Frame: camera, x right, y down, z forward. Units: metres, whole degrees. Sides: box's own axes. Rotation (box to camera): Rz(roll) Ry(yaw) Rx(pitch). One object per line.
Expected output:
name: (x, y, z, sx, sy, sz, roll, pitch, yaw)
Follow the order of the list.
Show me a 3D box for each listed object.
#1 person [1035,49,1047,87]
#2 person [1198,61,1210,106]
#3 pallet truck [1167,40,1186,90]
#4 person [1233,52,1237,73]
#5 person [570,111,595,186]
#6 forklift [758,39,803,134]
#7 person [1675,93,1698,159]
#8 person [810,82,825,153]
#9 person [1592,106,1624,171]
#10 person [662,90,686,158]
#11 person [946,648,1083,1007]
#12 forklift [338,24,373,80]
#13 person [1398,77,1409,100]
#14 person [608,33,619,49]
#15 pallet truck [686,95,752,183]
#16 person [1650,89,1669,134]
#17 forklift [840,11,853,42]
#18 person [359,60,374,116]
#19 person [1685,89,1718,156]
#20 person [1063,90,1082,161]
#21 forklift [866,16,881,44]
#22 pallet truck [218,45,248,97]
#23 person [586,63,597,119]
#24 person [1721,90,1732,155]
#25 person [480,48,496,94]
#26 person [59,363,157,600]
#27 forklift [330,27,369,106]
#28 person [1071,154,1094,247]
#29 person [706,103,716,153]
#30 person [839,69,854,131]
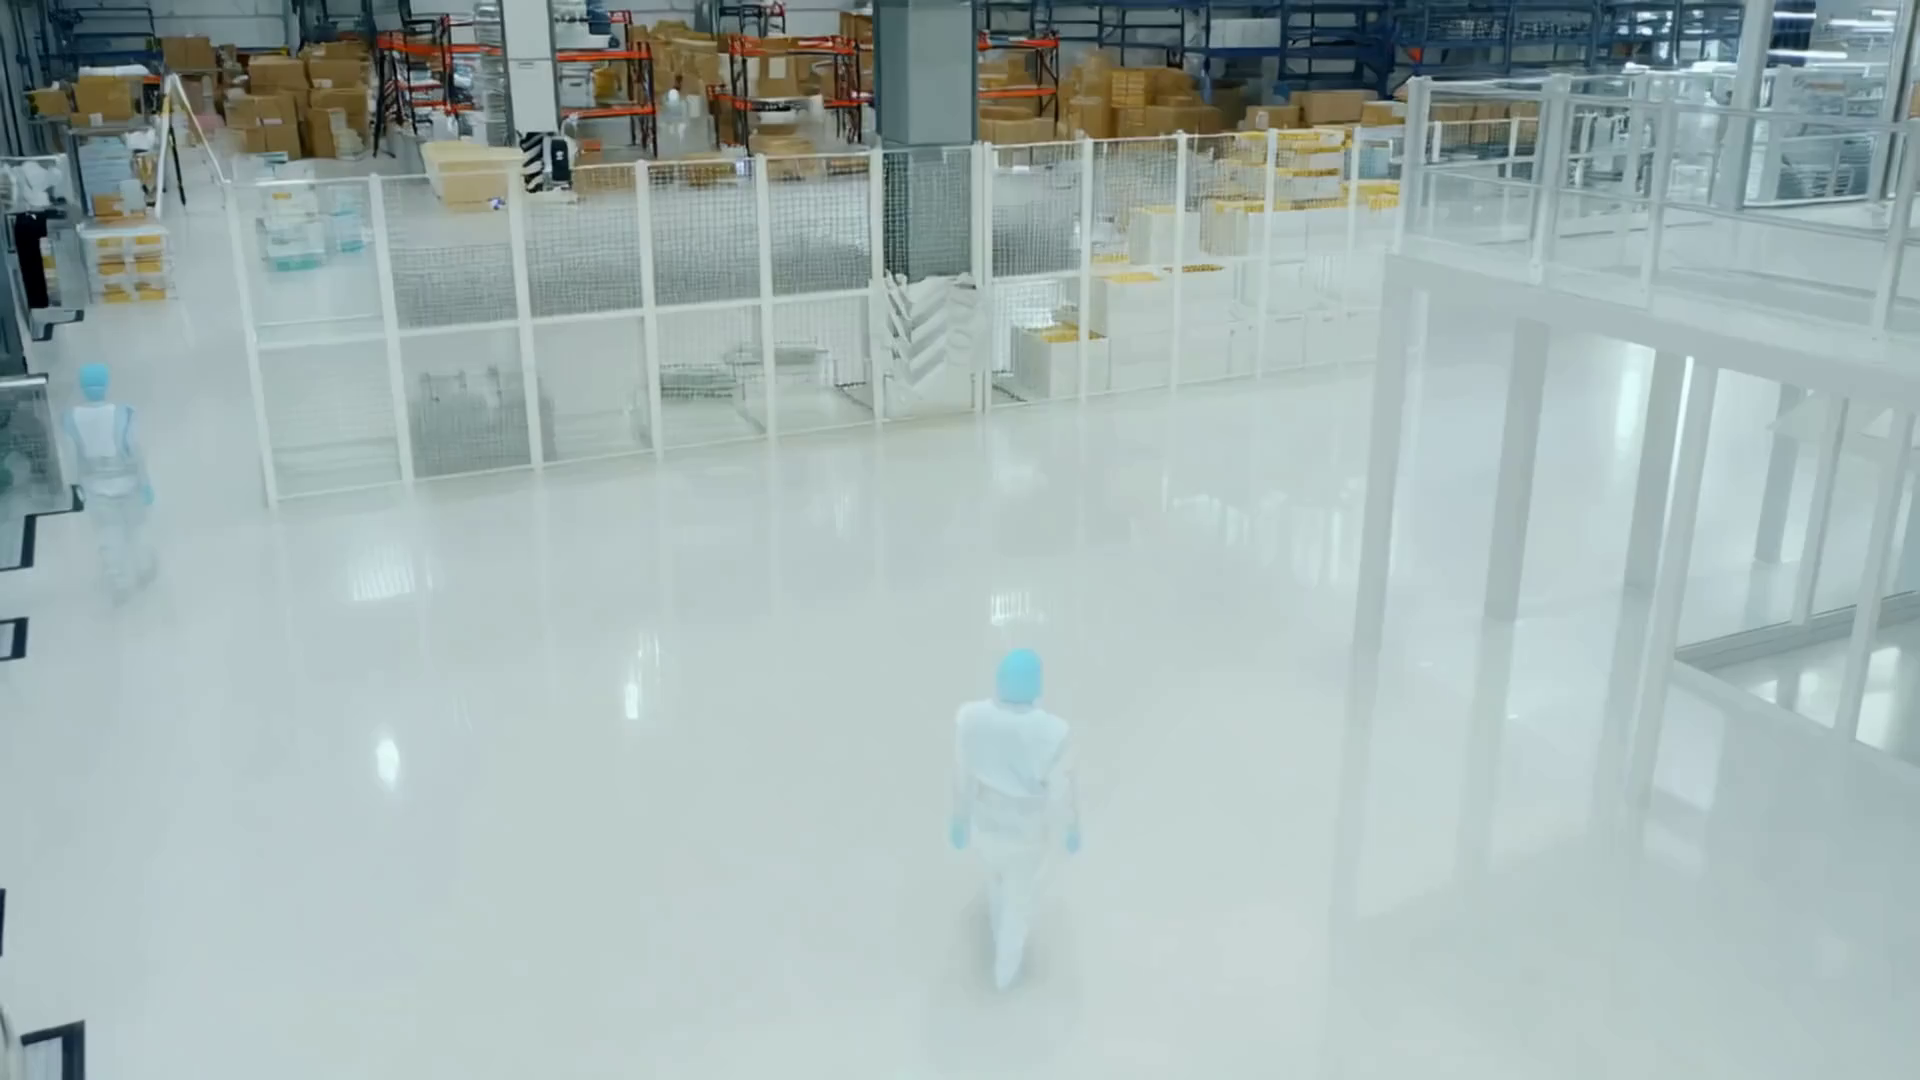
person: (3.221, -18.482, 65.819, 0.544, 1.844, 0.833, 11, 22, 29)
person: (8.122, -15.084, 55.799, 0.744, 1.948, 0.624, 1, 19, 2)
pallet truck: (9.045, -19.971, 69.895, 0.823, 1.965, 1.885, -3, 19, -8)
person: (12.822, -21.981, 76.325, 0.859, 1.598, 0.512, -11, 22, -29)
person: (-8.909, -9.245, 39.206, 0.557, 1.730, 0.490, -14, 24, -36)
forklift: (-5.577, -13.971, 51.170, 1.129, 2.768, 1.873, 2, 19, 5)
person: (19.383, -11.070, 44.504, 0.863, 1.725, 0.530, -1, 19, -2)
person: (-3.907, -11.696, 46.035, 0.413, 1.909, 0.608, -10, 21, -26)
person: (14.565, -8.860, 37.622, 0.536, 2.000, 0.676, -12, 22, -31)
person: (-7.697, -11.201, 44.797, 0.664, 1.783, 0.981, -7, 20, -19)
person: (0.317, 1.365, 8.313, 0.661, 1.815, 0.803, 8, 21, 22)
forklift: (-23.704, -18.498, 64.294, 1.129, 2.768, 1.873, 14, 23, 35)
person: (13.017, -12.548, 48.523, 0.546, 1.908, 0.881, 0, 19, 0)
person: (-16.550, -23.353, 79.801, 0.628, 1.932, 0.361, -13, 23, -33)
pallet truck: (-5.836, -9.608, 39.856, 0.823, 1.965, 1.885, 10, 22, 27)
person: (19.866, -11.928, 47.118, 0.541, 1.646, 0.890, 1, 19, 3)
forklift: (-5.672, -25.051, 83.290, 1.873, 2.768, 1.129, -9, 21, -25)
person: (-20.338, -15.469, 57.001, 0.548, 1.899, 0.923, 13, 23, 33)
person: (20.332, -11.360, 45.265, 0.596, 1.786, 0.922, -10, 21, -27)
person: (2.984, -10.958, 44.008, 0.493, 1.833, 0.912, 1, 19, 2)
forklift: (-3.728, -22.075, 74.663, 1.129, 2.768, 1.873, -10, 21, -26)
pallet truck: (-28.879, -18.665, 66.111, 0.823, 1.965, 1.885, -3, 19, -9)
person: (-12.482, -15.235, 56.418, 0.341, 1.839, 0.501, -2, 19, -5)
person: (19.329, -10.352, 42.015, 0.396, 1.992, 0.622, 11, 22, 30)
person: (-18.471, -18.258, 65.081, 0.562, 1.892, 0.948, 0, 19, 0)
person: (-6.897, -0.496, 13.539, 0.645, 1.926, 0.613, -4, 19, -12)
forklift: (-22.696, -17.278, 60.756, 1.873, 2.768, 1.129, -9, 21, -25)
person: (2.092, -5.601, 28.329, 0.354, 1.937, 0.635, 8, 20, 21)
person: (-6.195, -10.114, 41.788, 0.323, 1.688, 0.530, -11, 22, -28)
person: (-3.543, -13.769, 52.055, 0.584, 1.910, 0.391, 14, 24, 36)
